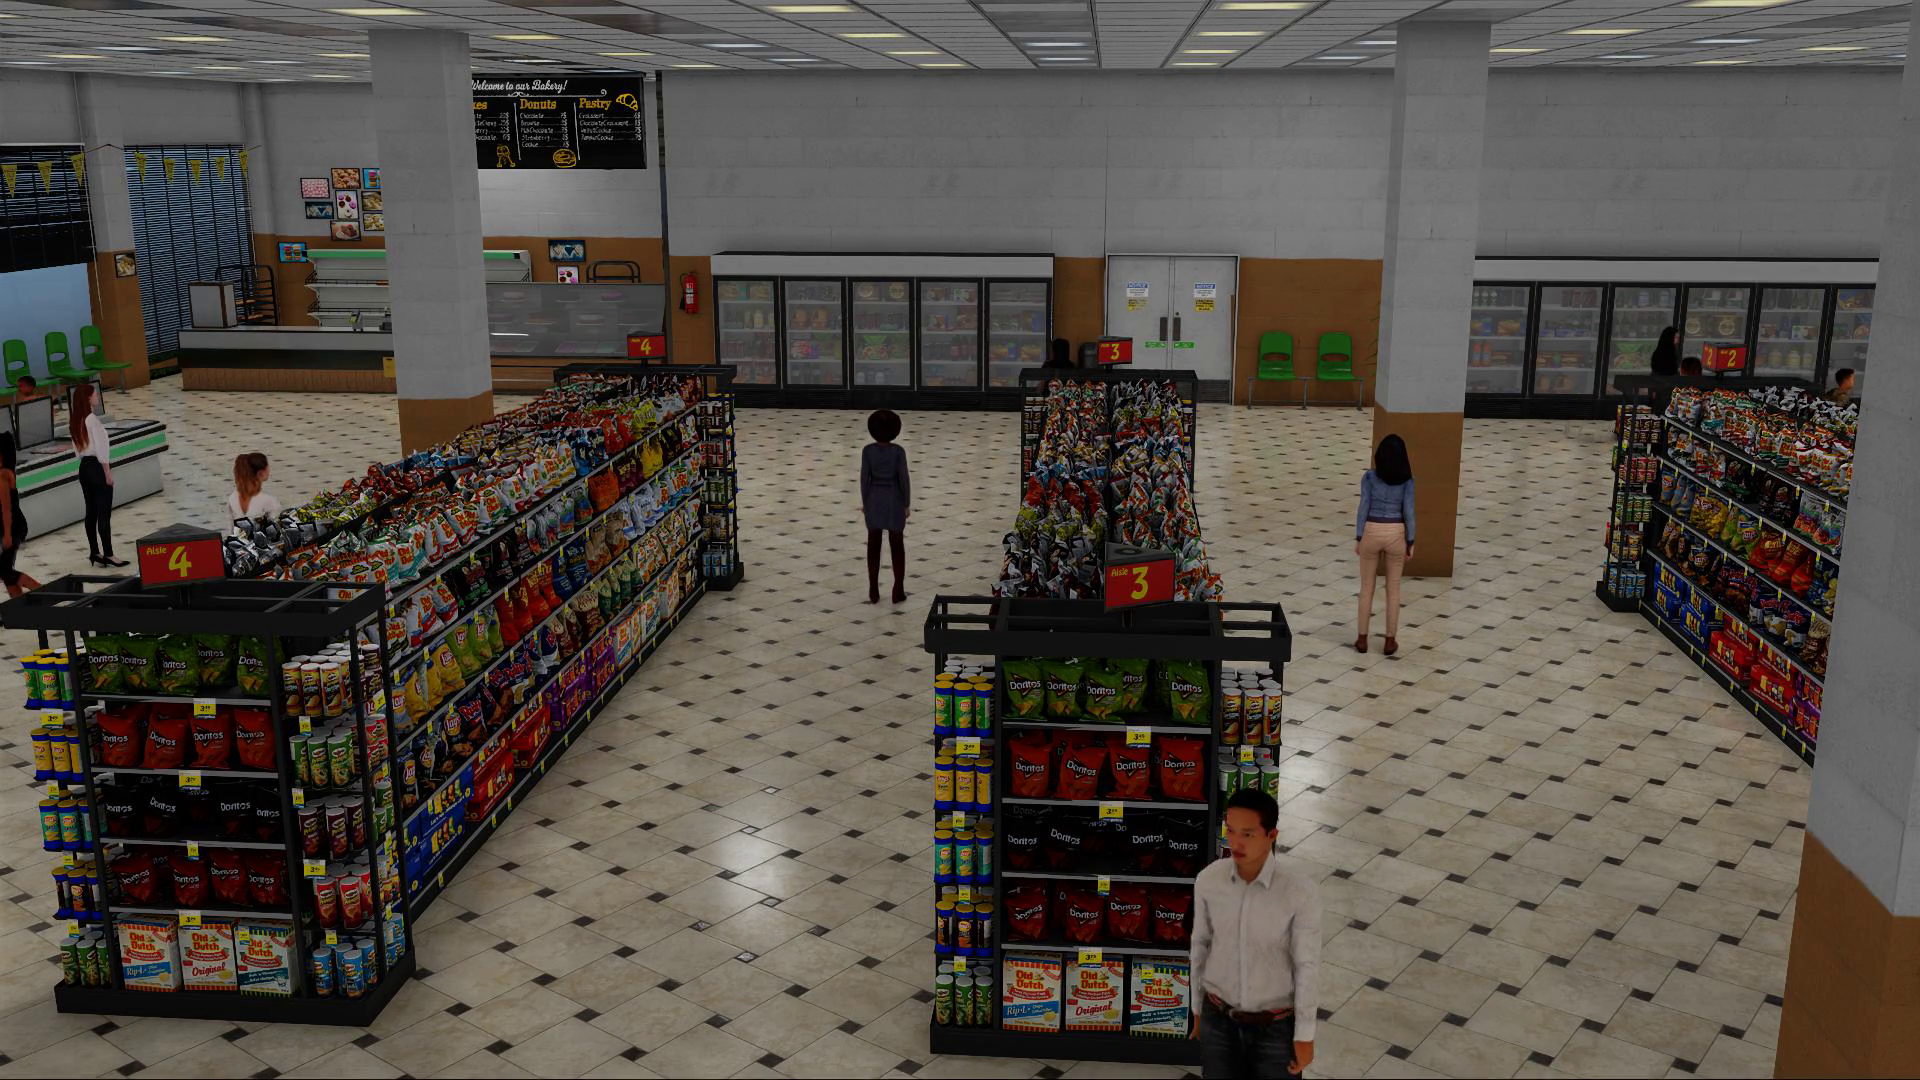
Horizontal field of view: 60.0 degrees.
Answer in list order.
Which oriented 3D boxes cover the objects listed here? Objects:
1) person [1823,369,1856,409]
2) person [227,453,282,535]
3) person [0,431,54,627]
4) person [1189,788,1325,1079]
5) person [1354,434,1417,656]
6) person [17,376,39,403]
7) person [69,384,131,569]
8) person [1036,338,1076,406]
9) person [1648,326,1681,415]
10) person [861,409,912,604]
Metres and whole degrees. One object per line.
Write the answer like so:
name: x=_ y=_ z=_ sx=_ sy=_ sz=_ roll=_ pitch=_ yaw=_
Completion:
person: x=9.995 y=-1.240 z=19.084 sx=0.695 sy=1.448 sz=0.633 roll=3 pitch=14 yaw=14
person: x=-5.362 y=0.209 z=12.573 sx=0.752 sy=1.701 sz=0.837 roll=6 pitch=15 yaw=23
person: x=-7.858 y=-0.084 z=13.888 sx=0.859 sy=1.650 sz=0.816 roll=-8 pitch=16 yaw=-30
person: x=1.104 y=1.742 z=6.054 sx=0.918 sy=1.794 sz=1.125 roll=8 pitch=16 yaw=29
person: x=3.348 y=0.033 z=13.150 sx=0.638 sy=1.772 sz=0.598 roll=3 pitch=14 yaw=13
person: x=-10.838 y=-1.287 z=19.607 sx=0.751 sy=1.294 sz=0.917 roll=9 pitch=17 yaw=34
person: x=-8.230 y=-0.610 z=15.827 sx=0.664 sy=1.758 sz=0.658 roll=9 pitch=16 yaw=32
person: x=1.185 y=-1.491 z=19.599 sx=1.003 sy=1.694 sz=1.179 roll=-7 pitch=16 yaw=-28
person: x=9.263 y=-2.045 z=22.088 sx=0.966 sy=1.596 sz=1.026 roll=-13 pitch=19 yaw=-42
person: x=-0.661 y=-0.296 z=14.638 sx=0.598 sy=1.710 sz=0.527 roll=2 pitch=14 yaw=9
